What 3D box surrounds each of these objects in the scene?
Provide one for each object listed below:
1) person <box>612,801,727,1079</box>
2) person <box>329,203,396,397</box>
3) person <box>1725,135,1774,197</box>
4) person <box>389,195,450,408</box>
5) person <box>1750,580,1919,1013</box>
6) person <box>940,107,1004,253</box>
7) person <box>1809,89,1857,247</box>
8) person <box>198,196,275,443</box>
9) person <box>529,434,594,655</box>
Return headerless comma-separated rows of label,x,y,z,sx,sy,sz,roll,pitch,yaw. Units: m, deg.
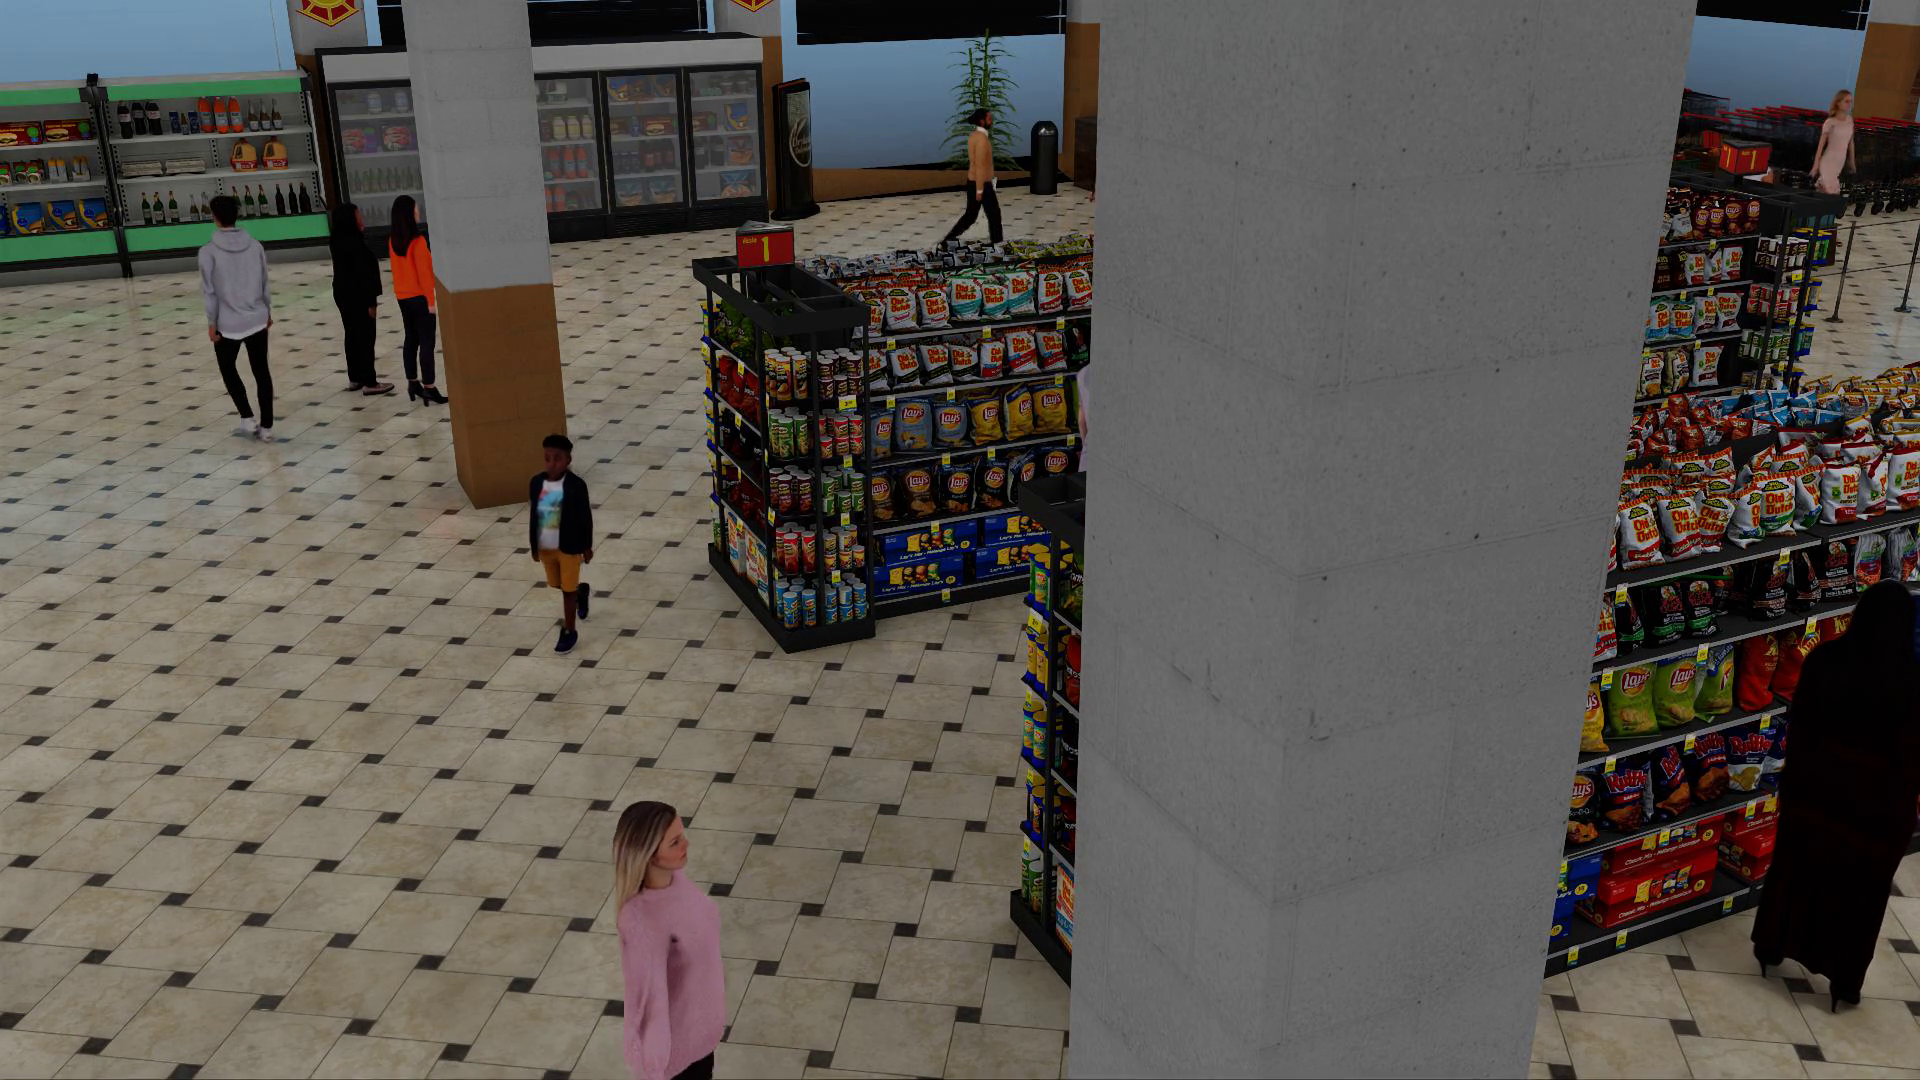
person,-0.962,1.545,5.137,1.041,1.671,0.872,1,22,3
person,-5.147,-2.053,14.166,0.750,1.616,0.751,19,29,39
person,7.915,-3.205,16.823,0.922,1.772,0.671,-9,24,-22
person,-4.534,-1.992,13.837,0.693,1.748,0.681,19,29,39
person,3.418,0.984,6.419,0.707,1.756,0.734,-17,28,-37
person,0.146,-4.007,18.870,1.191,1.735,0.826,-5,22,-12
person,10.345,-4.451,19.911,1.032,1.783,0.622,-9,24,-22
person,-5.501,-1.677,12.829,0.709,1.915,0.854,-20,29,-41
person,-2.280,-0.018,9.581,0.816,1.258,0.840,4,22,11
